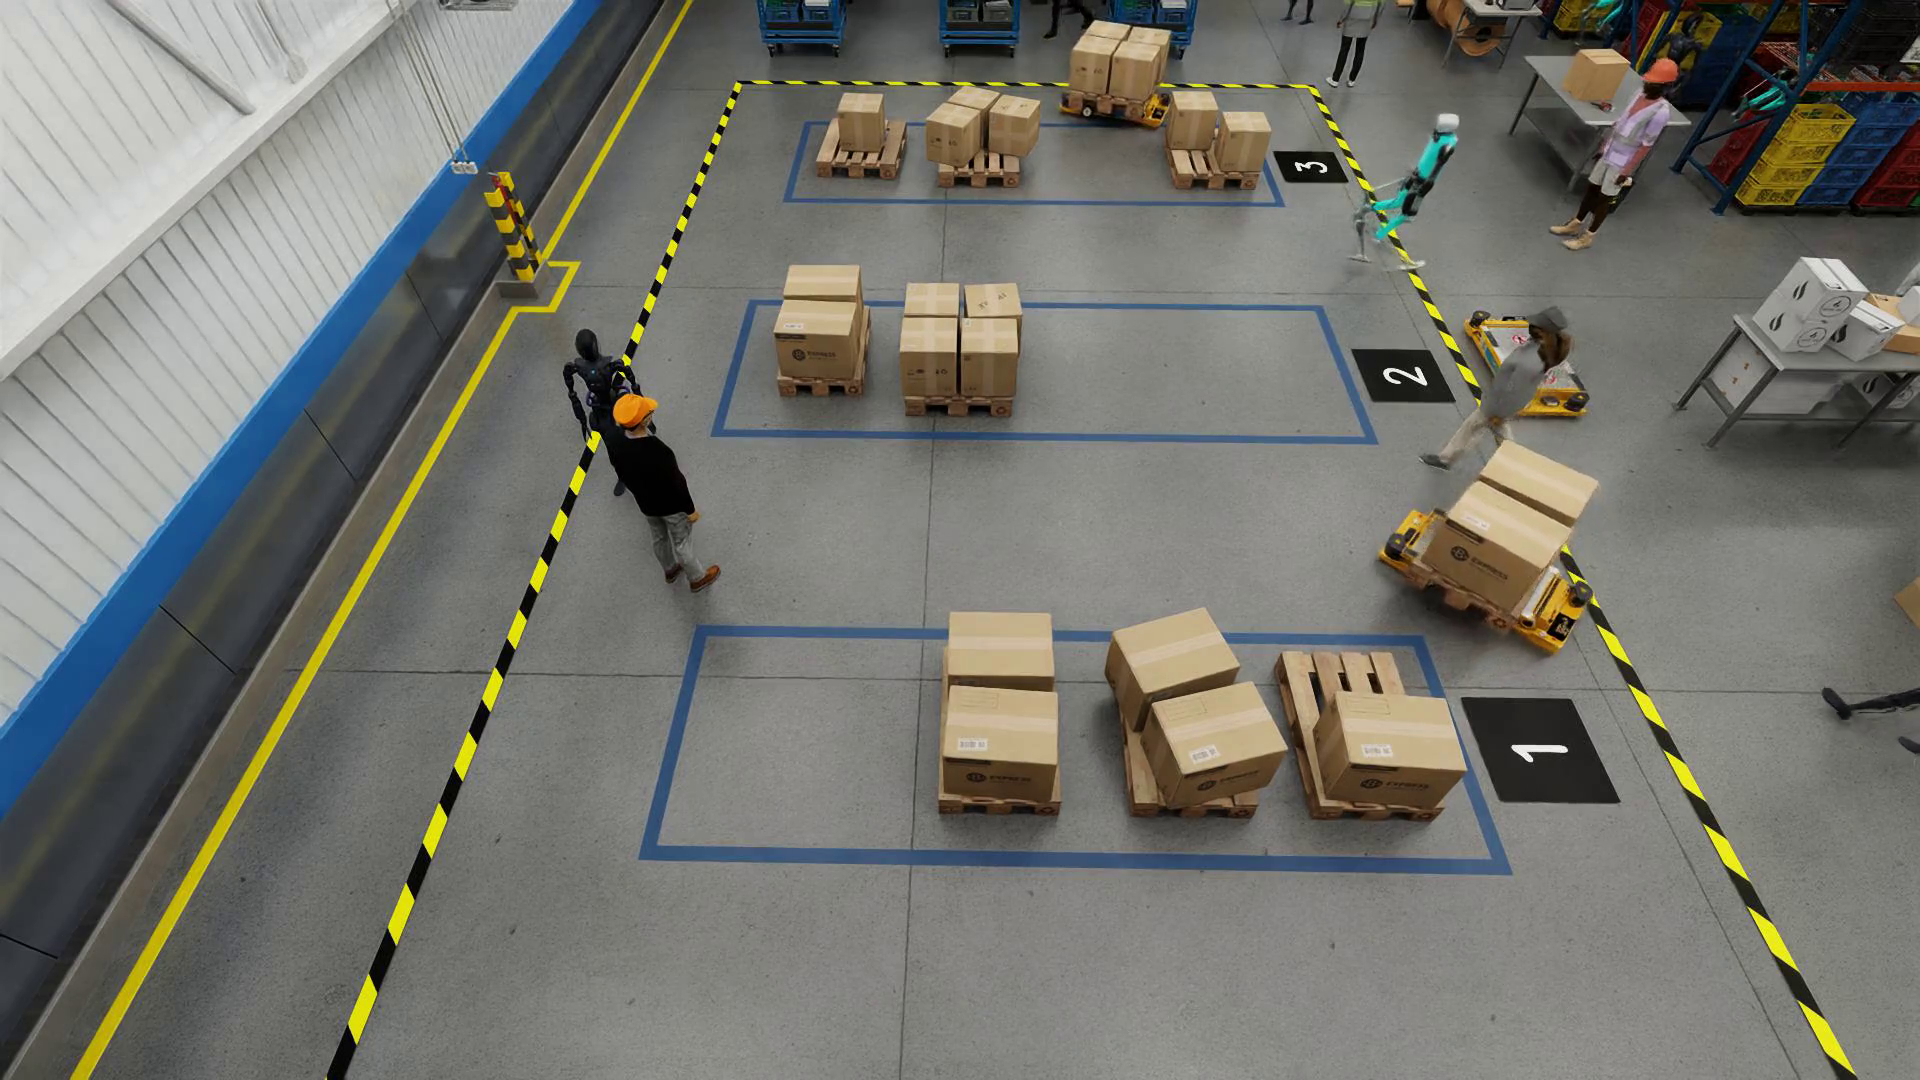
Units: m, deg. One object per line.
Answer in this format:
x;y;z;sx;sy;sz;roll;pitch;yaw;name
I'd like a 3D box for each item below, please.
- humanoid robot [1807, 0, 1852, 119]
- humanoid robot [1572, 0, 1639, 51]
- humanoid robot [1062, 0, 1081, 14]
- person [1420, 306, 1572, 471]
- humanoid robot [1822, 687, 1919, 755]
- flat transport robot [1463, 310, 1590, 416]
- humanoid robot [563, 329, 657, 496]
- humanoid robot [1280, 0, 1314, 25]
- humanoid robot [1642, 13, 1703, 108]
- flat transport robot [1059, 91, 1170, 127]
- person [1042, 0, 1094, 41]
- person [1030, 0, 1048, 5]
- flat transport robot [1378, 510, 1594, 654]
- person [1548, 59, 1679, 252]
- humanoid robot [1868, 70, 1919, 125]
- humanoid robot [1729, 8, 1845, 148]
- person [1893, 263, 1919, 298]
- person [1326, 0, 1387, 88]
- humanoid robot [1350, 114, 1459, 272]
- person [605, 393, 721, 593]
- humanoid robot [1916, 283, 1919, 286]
11.336;-6.111;11.763;0.735;1.677;0.533;16;51;13;humanoid robot
9.715;-8.061;13.544;1.035;1.717;0.541;-1;49;-1;humanoid robot
1.855;-9.420;14.746;0.315;1.657;0.599;-7;49;-6;humanoid robot
4.546;-1.188;7.584;0.668;1.751;0.569;37;58;27;person
6.531;0.818;5.918;0.610;1.620;0.779;-25;53;-20;humanoid robot
5.573;-1.757;9.054;0.659;0.231;1.431;1;49;1;flat transport robot
-2.819;-1.021;7.477;0.599;1.655;0.315;-6;49;-5;humanoid robot
5.529;-8.971;14.372;0.509;1.648;0.601;-23;53;-18;humanoid robot
8.938;-5.787;11.617;0.392;1.641;0.610;-25;54;-20;humanoid robot
2.171;-6.121;12.813;1.431;0.197;0.652;16;51;13;flat transport robot
1.723;-8.658;13.923;0.804;1.925;0.604;-29;55;-23;person
1.276;-9.706;14.852;0.466;1.908;0.667;11;50;9;person
4.168;0.258;7.292;1.431;0.197;0.652;34;57;26;flat transport robot
7.118;-4.150;9.960;0.399;2.037;0.617;-2;49;-2;person
11.914;-5.587;11.449;0.745;1.872;0.536;-7;50;-6;humanoid robot
10.161;-5.659;11.422;0.694;1.736;0.530;0;49;0;humanoid robot
10.137;-3.081;9.090;0.395;1.945;0.615;-8;50;-7;person
5.595;-7.335;12.840;0.588;1.846;0.406;2;49;2;person
4.656;-3.630;9.698;1.008;1.734;0.541;10;50;9;humanoid robot
-2.189;-0.320;6.742;0.590;1.883;0.370;21;52;17;person
10.570;-3.349;9.394;0.532;1.691;0.743;5;49;4;humanoid robot
